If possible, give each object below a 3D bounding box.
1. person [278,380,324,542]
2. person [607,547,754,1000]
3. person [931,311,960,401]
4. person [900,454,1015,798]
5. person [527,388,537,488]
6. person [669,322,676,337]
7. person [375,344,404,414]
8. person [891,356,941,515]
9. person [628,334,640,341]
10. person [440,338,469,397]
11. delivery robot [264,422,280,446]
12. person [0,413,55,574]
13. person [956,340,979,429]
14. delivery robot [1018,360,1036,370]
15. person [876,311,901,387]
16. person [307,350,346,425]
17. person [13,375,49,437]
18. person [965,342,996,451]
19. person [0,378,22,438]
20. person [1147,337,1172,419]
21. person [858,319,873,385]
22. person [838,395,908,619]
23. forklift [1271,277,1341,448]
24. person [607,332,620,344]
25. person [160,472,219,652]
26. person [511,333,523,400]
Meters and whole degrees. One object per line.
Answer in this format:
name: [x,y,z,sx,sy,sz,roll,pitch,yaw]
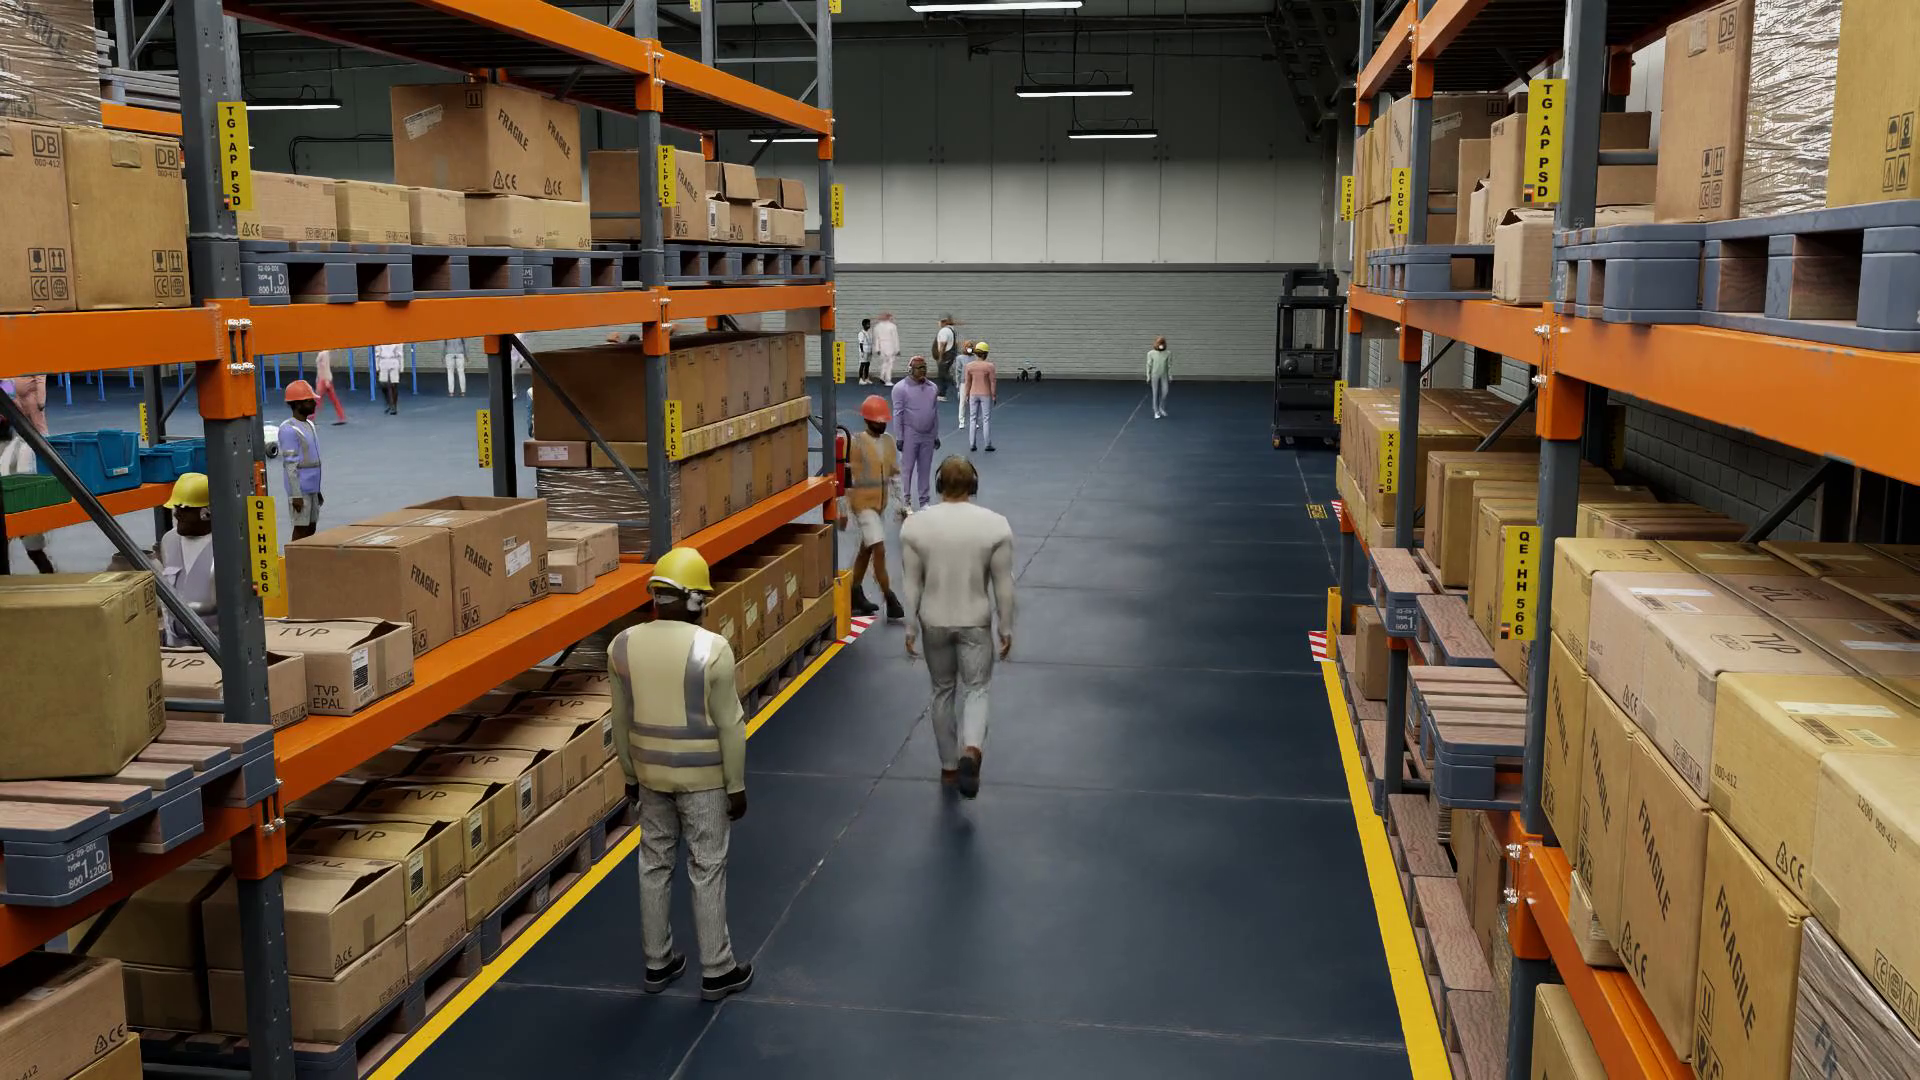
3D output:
person: [-5.909,-0.470,15.022,0.347,1.943,0.545,0,9,-2]
person: [-1.112,0.936,6.715,0.589,1.822,0.403,4,10,22]
person: [-0.265,-4.107,37.278,0.760,2.000,0.678,2,9,13]
person: [-0.019,0.487,9.229,0.636,1.919,0.772,0,9,3]
person: [-5.579,-1.514,22.421,0.519,1.633,0.311,1,9,7]
person: [-5.946,-3.499,33.944,0.655,1.857,0.599,-4,10,-21]
person: [-11.608,-3.513,33.848,0.566,1.919,0.515,-1,9,-7]
person: [-0.501,-1.249,19.935,0.643,1.909,0.410,-7,11,-36]
person: [-6.575,-3.288,33.211,0.577,1.666,0.364,-4,10,-24]
person: [-11.762,-4.311,38.719,0.635,1.937,0.352,-3,10,-20]
delivery robot: [-10.924,-1.630,26.285,0.477,0.478,0.707,2,10,15]
person: [-7.853,-0.218,13.656,0.555,1.876,1.003,3,10,16]
person: [0.169,-2.894,30.918,0.500,1.633,0.280,-2,9,-12]
delivery robot: [1.783,-4.652,44.120,0.335,0.223,0.698,6,11,31]
person: [-1.782,-4.821,42.002,0.656,1.889,0.443,9,13,42]
person: [-12.090,-3.019,31.413,0.908,1.713,0.544,-3,10,-21]
person: [-14.438,-2.192,25.792,0.636,1.899,0.402,5,10,28]
person: [0.346,-2.333,27.054,0.531,1.765,0.327,4,10,21]
person: [-15.367,-2.344,26.932,0.611,1.822,0.438,1,9,6]
person: [3.955,-3.216,32.958,0.518,1.619,0.378,0,9,-3]
person: [-2.425,-4.837,42.734,0.321,1.689,0.530,5,10,26]
person: [-0.681,-0.281,14.016,0.846,1.878,0.654,7,12,37]
forklift: [5.847,-3.016,27.970,1.129,2.768,1.873,1,9,9]
person: [-7.450,-3.674,35.808,0.499,1.603,0.490,0,9,-3]
person: [-4.150,0.531,9.192,0.591,1.829,0.404,2,9,14]
person: [-10.160,-4.084,37.540,0.587,1.879,1.031,1,9,5]
